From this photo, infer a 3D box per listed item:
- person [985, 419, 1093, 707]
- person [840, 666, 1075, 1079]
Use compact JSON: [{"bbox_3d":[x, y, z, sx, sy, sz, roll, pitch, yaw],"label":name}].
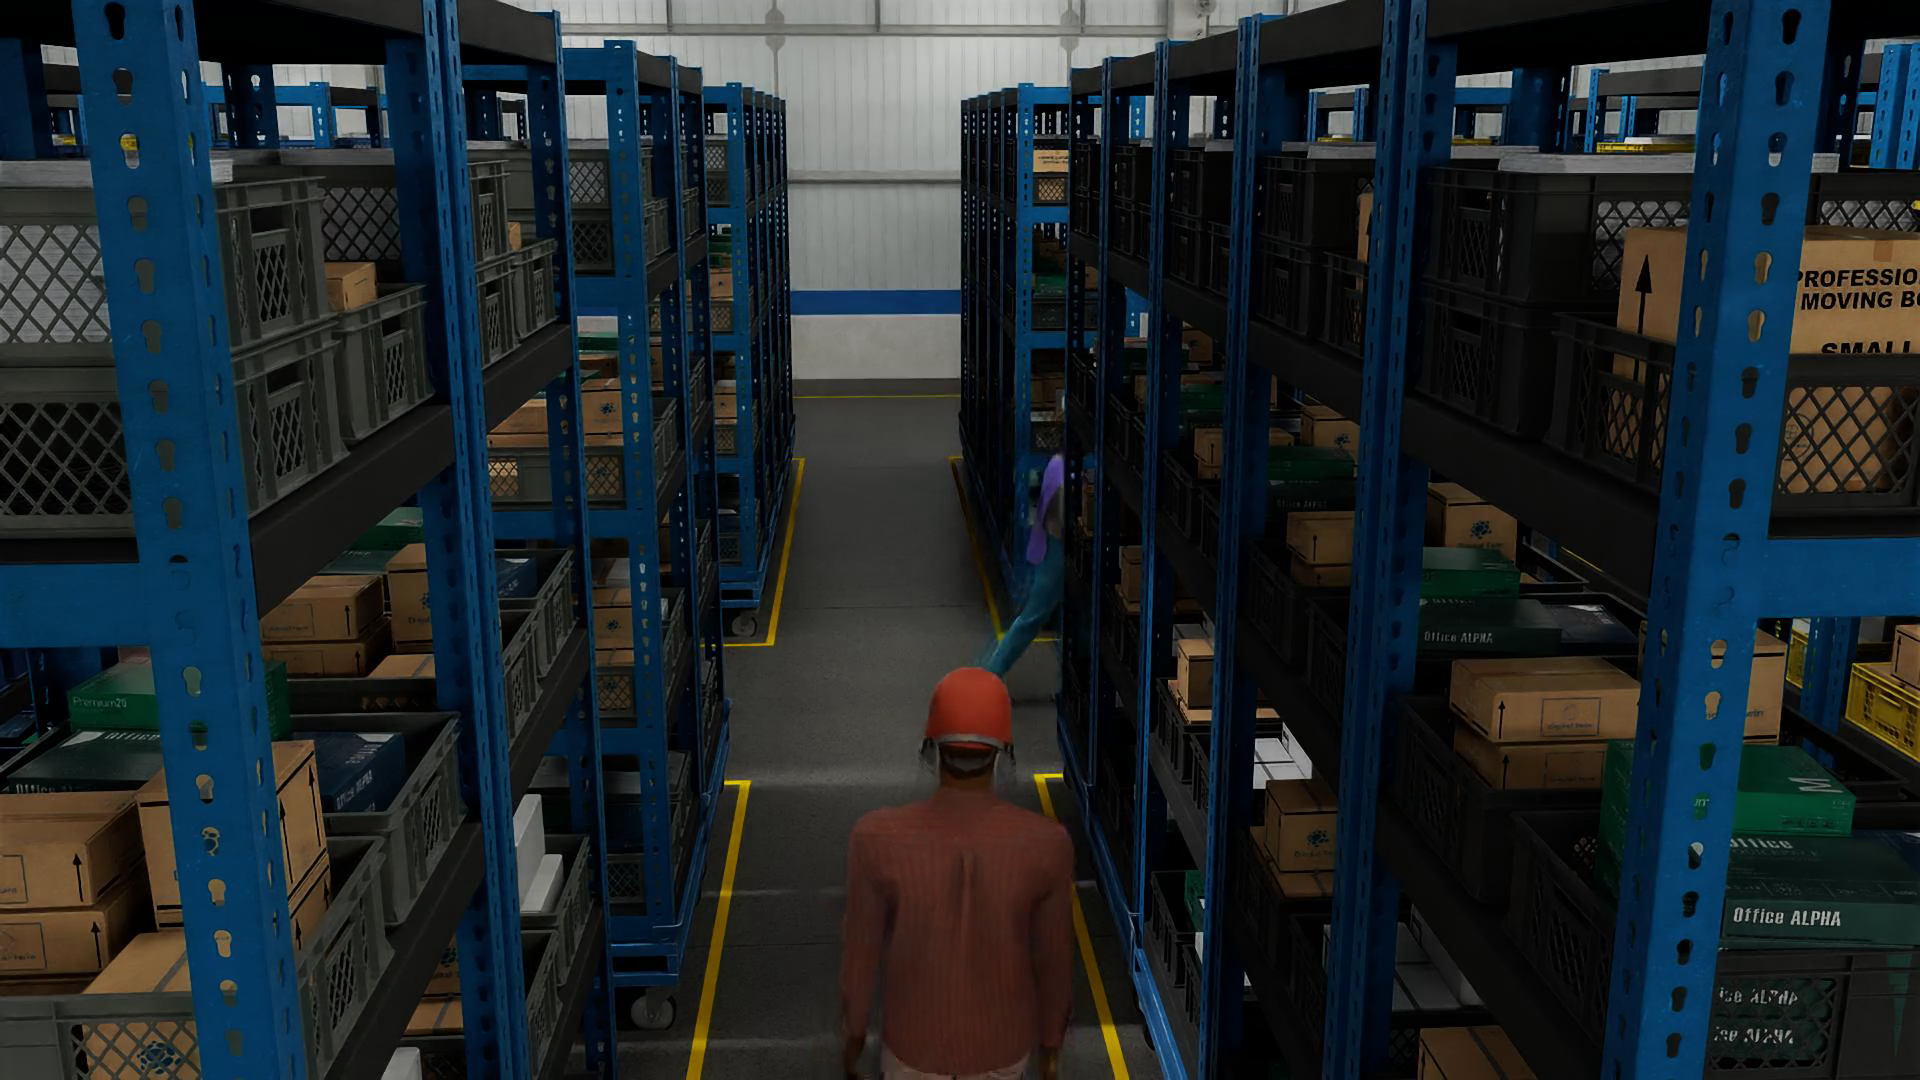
[{"bbox_3d":[0.540,0.125,9.565,1.004,1.794,0.575,1,14,4],"label":"person"},{"bbox_3d":[0.003,1.310,4.389,0.624,1.971,0.727,-2,14,-7],"label":"person"}]
